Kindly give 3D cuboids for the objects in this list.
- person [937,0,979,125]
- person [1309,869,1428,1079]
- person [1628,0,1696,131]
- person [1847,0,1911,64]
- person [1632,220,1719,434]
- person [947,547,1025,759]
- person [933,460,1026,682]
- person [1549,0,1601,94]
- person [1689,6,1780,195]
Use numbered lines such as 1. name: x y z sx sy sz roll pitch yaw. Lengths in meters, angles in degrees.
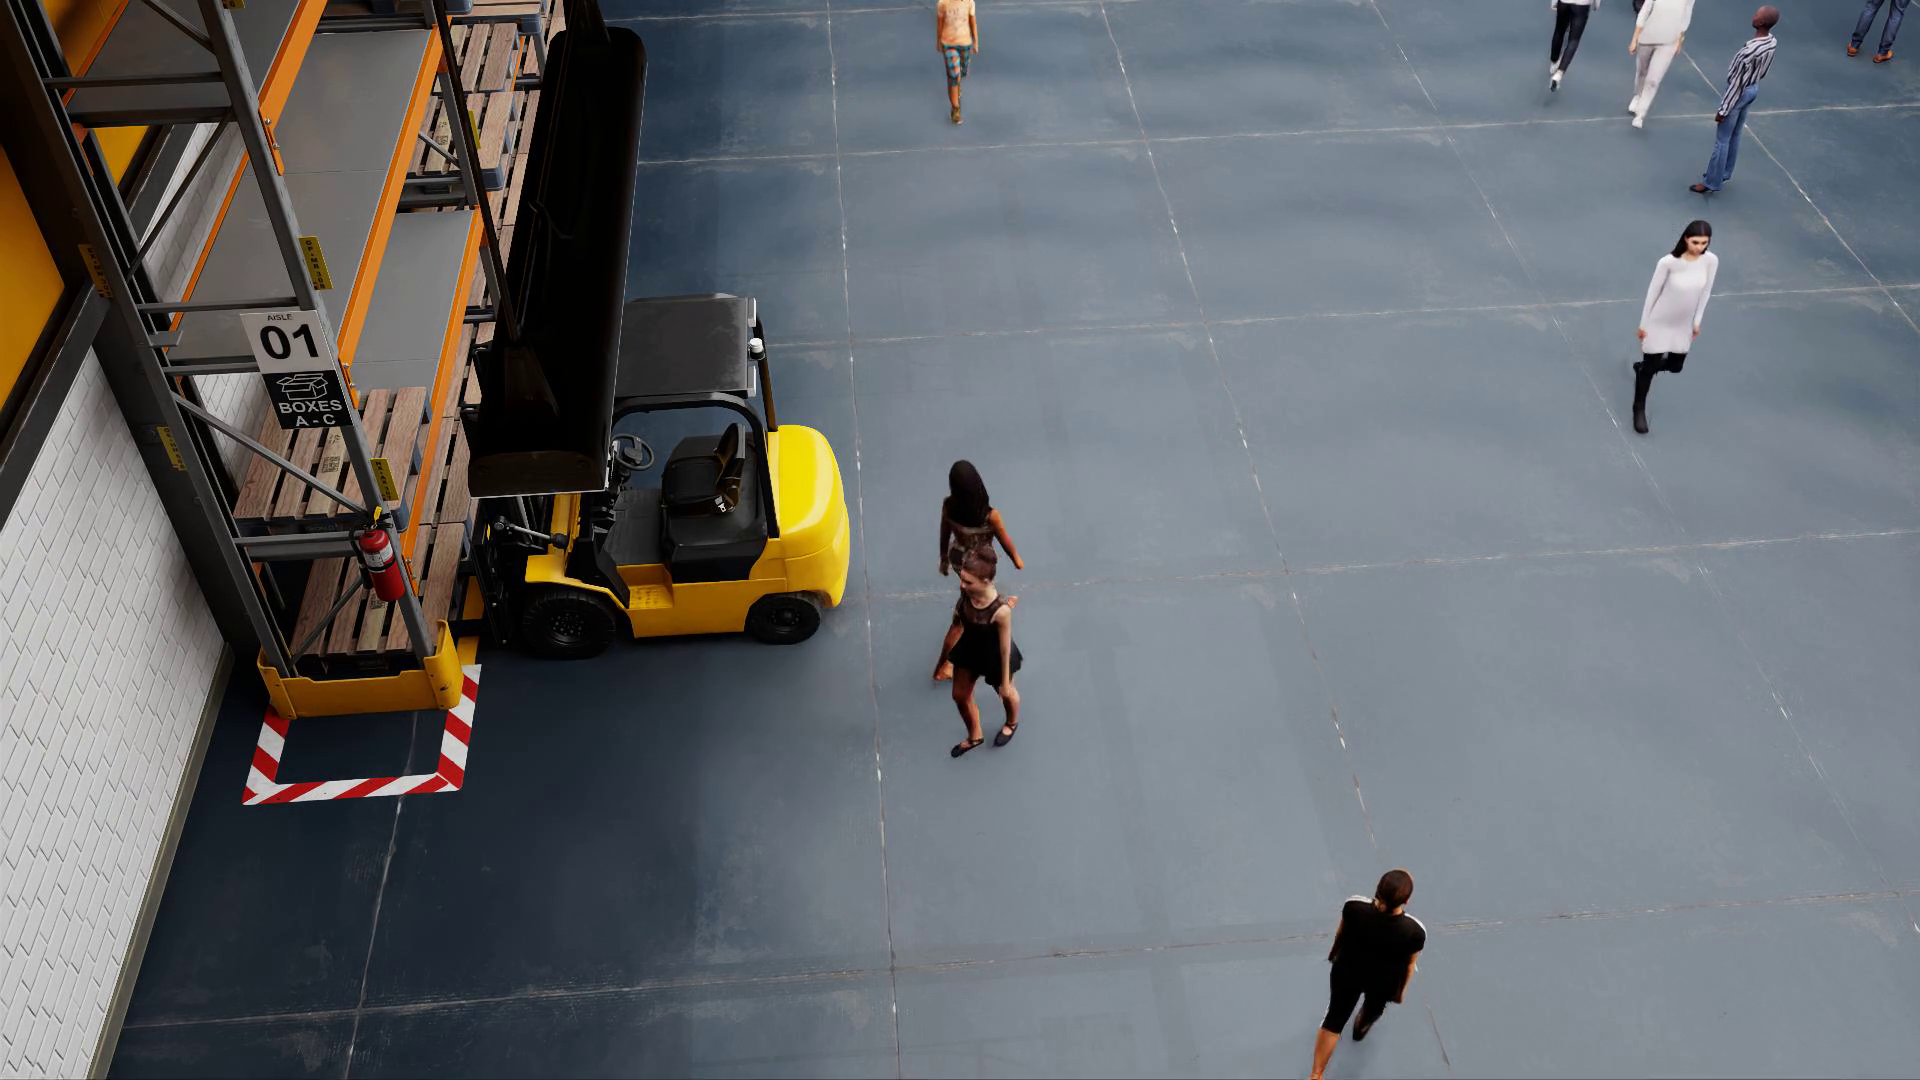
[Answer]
1. person: -0.047 -4.858 16.183 0.612 1.435 0.979 -8 44 -9
2. person: 2.073 2.273 8.545 0.954 1.646 1.111 21 47 21
3. person: 6.733 -4.843 16.013 0.960 1.649 1.124 19 47 19
4. person: 9.519 -5.760 16.843 0.753 1.831 0.792 27 50 25
5. person: 5.353 -1.677 12.582 0.655 1.797 0.854 -1 44 -1
6. person: 0.214 0.648 10.240 0.879 1.660 0.942 33 53 30
7. person: 0.029 0.249 10.719 1.125 1.579 1.182 31 51 28
8. person: 6.057 -5.264 16.434 0.988 1.678 1.148 21 47 20
9. person: 7.007 -3.953 14.972 0.710 1.795 0.745 -34 53 -30
